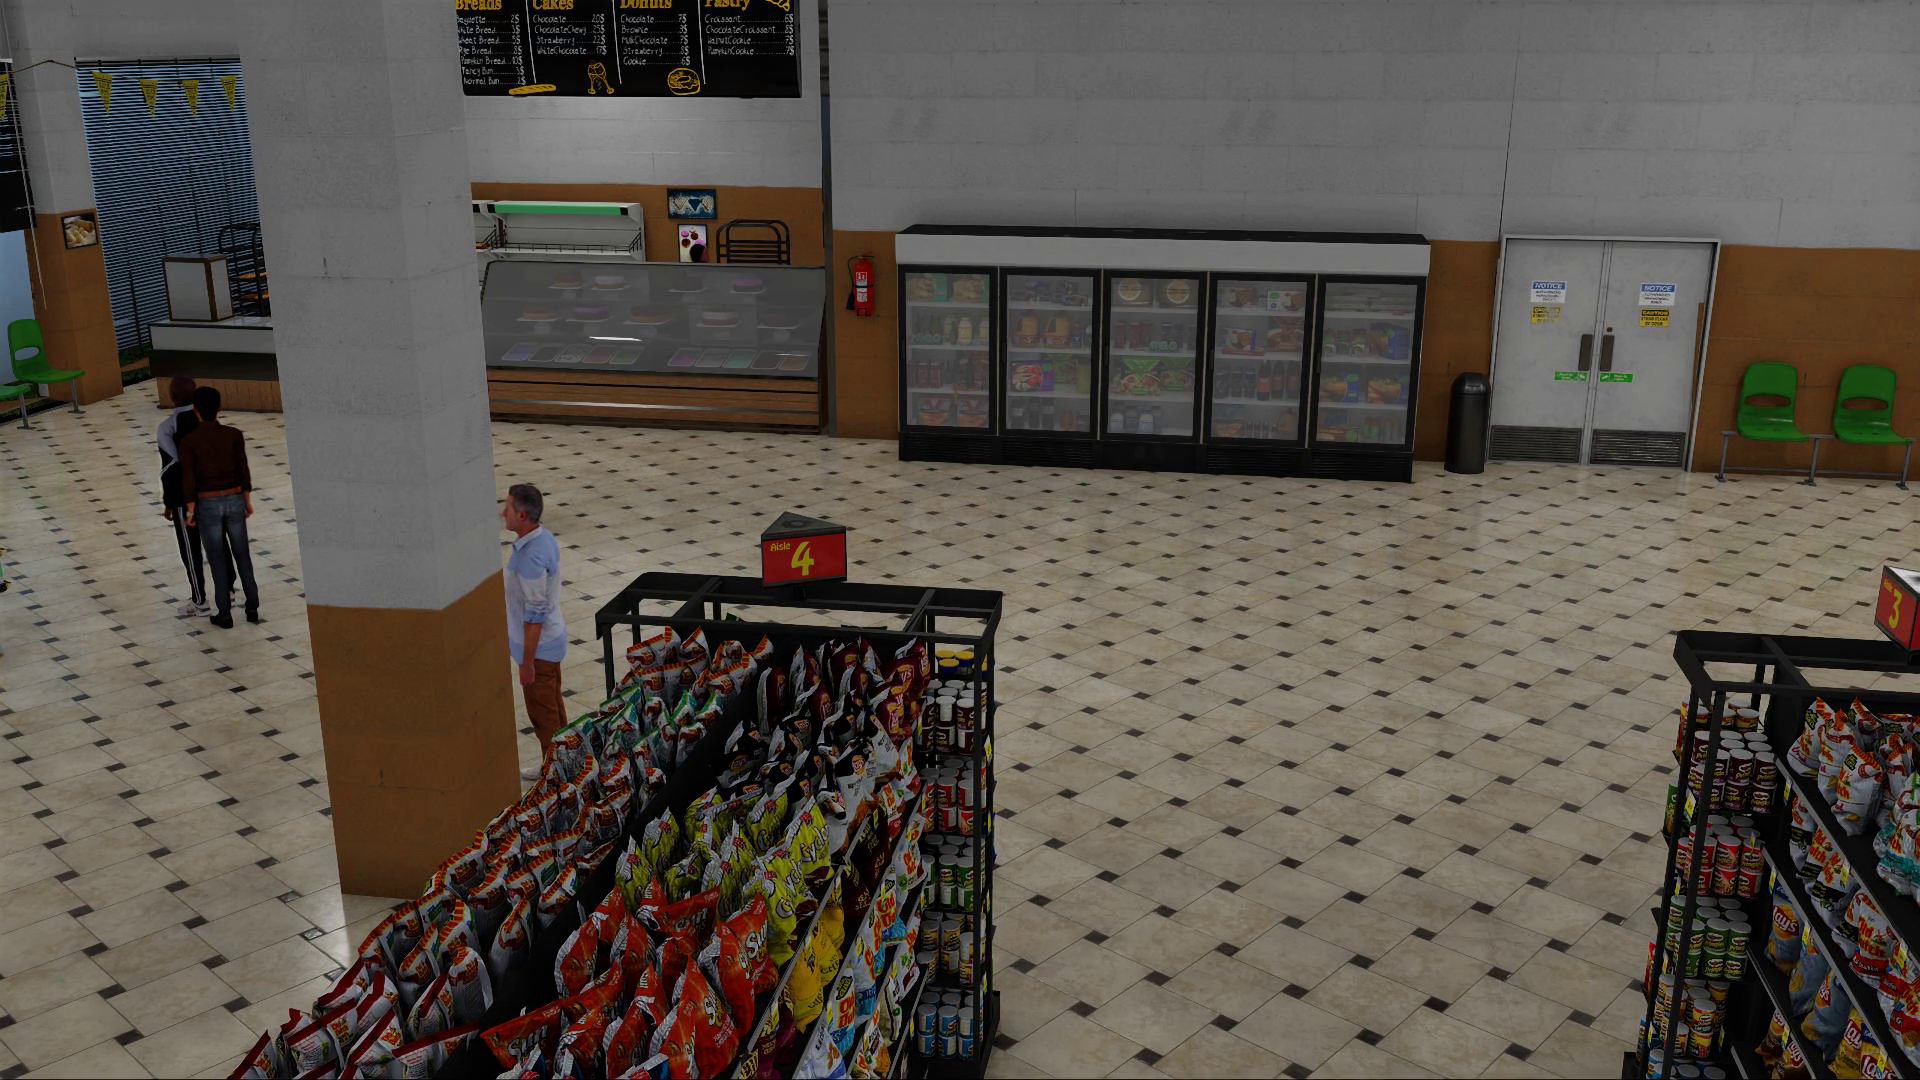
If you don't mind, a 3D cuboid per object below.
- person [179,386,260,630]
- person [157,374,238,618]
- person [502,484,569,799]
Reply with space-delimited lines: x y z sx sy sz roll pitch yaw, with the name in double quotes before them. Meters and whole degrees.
"person" -5.372 -0.243 12.092 0.677 1.782 0.776 -15 23 -41
"person" -5.674 -0.348 12.362 0.788 1.826 0.632 10 20 30
"person" -2.370 0.567 9.348 0.810 1.828 0.639 -3 17 -9
